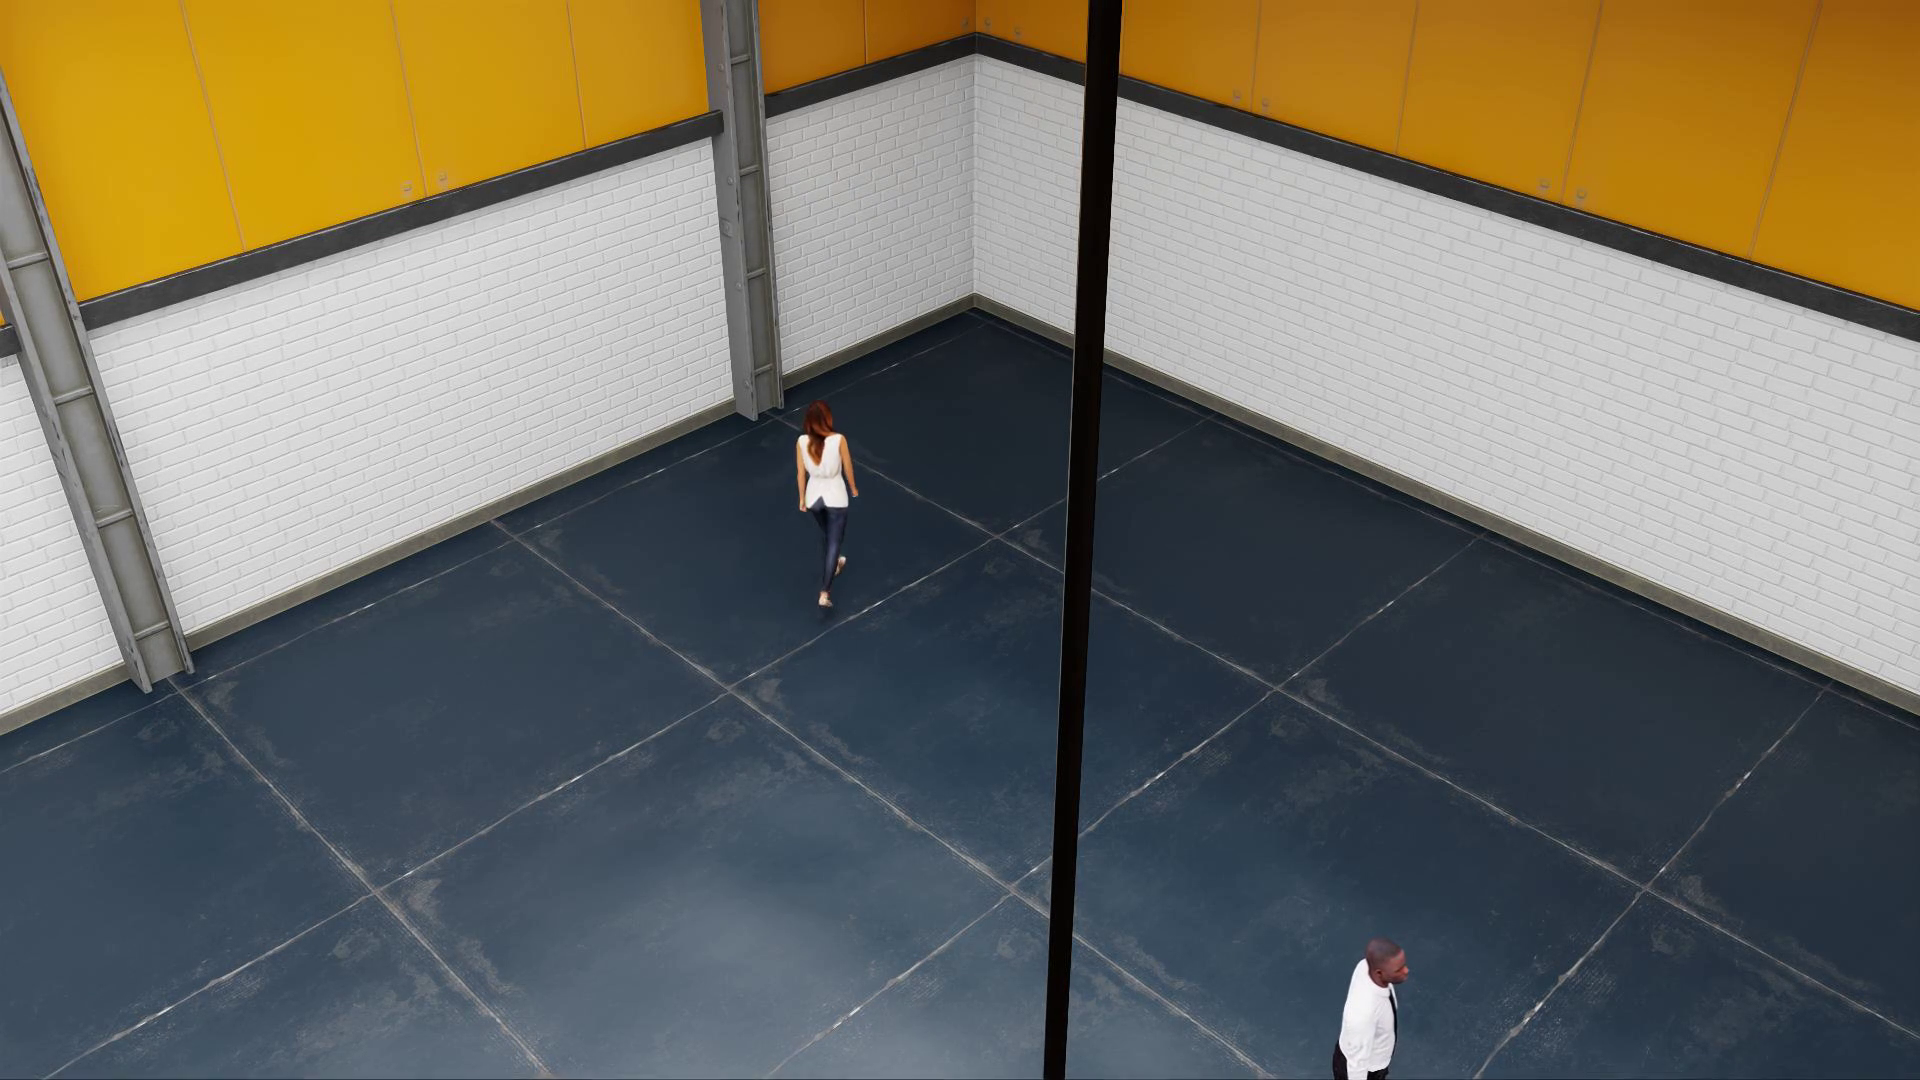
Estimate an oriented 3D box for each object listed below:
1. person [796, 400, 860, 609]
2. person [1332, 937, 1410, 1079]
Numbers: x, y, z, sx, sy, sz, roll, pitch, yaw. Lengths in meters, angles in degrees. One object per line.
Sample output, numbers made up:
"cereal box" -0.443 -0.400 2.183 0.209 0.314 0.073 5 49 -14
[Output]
"person" -1.085 -0.261 13.368 0.980 1.753 1.169 8 34 11
"person" 2.093 2.761 8.744 0.773 1.837 0.634 11 35 16
